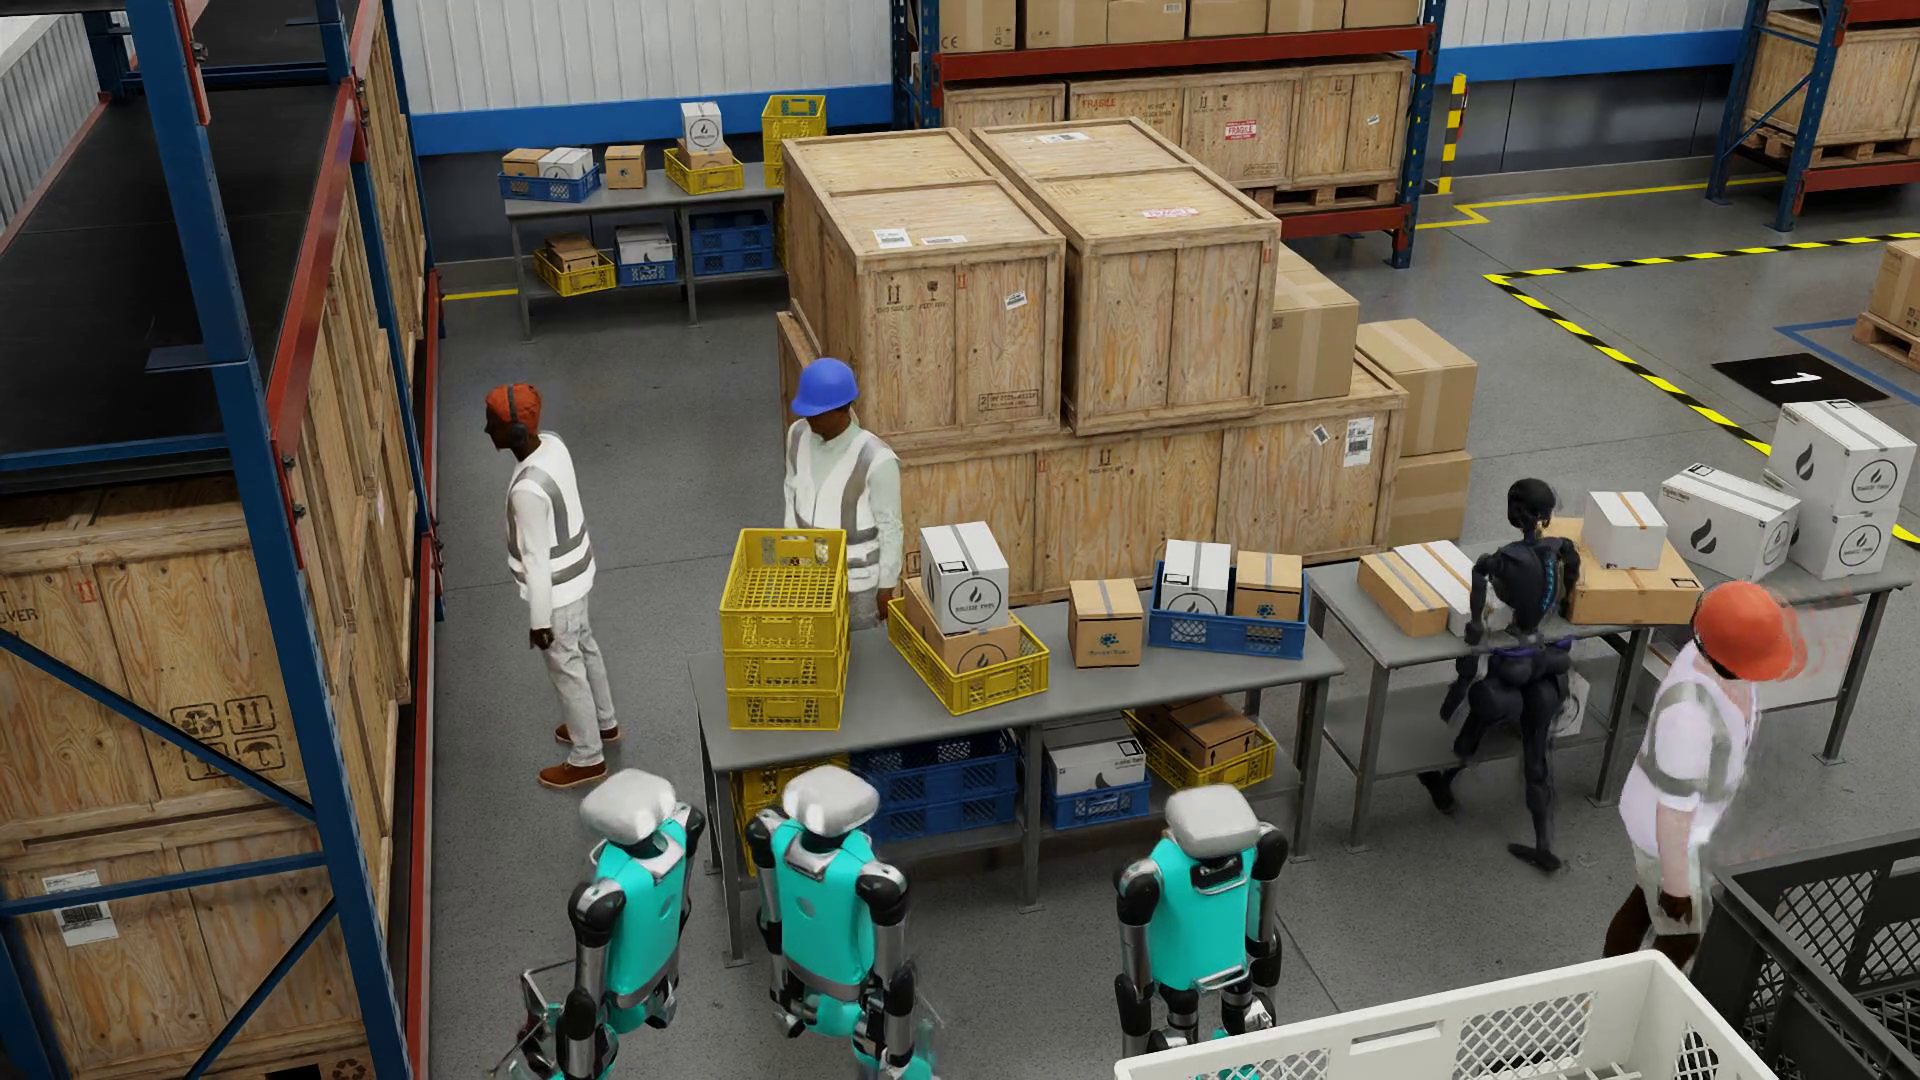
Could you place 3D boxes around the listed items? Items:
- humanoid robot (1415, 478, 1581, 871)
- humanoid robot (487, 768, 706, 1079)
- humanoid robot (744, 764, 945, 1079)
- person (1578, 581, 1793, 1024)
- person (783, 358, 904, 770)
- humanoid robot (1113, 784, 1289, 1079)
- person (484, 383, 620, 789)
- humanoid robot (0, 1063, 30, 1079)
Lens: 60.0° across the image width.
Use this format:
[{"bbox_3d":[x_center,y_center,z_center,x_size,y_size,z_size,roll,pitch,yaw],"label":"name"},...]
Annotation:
[{"bbox_3d":[2.239,0.528,6.733,0.601,1.625,0.784,-12,31,-21],"label":"humanoid robot"},{"bbox_3d":[-1.166,1.405,5.049,0.832,1.762,0.548,13,31,22],"label":"humanoid robot"},{"bbox_3d":[-0.257,1.372,5.112,0.536,1.804,0.665,18,33,29],"label":"humanoid robot"},{"bbox_3d":[2.436,0.968,5.582,0.438,1.995,0.630,15,32,25],"label":"person"},{"bbox_3d":[-0.522,0.109,7.181,0.614,1.942,0.406,21,35,33],"label":"person"},{"bbox_3d":[0.779,1.531,4.709,0.532,1.693,0.734,-13,31,-22],"label":"humanoid robot"},{"bbox_3d":[-1.745,0.198,7.104,0.360,1.873,0.590,0,29,-1],"label":"person"},{"bbox_3d":[-2.183,1.931,4.141,0.315,1.653,0.599,7,30,13],"label":"humanoid robot"}]
